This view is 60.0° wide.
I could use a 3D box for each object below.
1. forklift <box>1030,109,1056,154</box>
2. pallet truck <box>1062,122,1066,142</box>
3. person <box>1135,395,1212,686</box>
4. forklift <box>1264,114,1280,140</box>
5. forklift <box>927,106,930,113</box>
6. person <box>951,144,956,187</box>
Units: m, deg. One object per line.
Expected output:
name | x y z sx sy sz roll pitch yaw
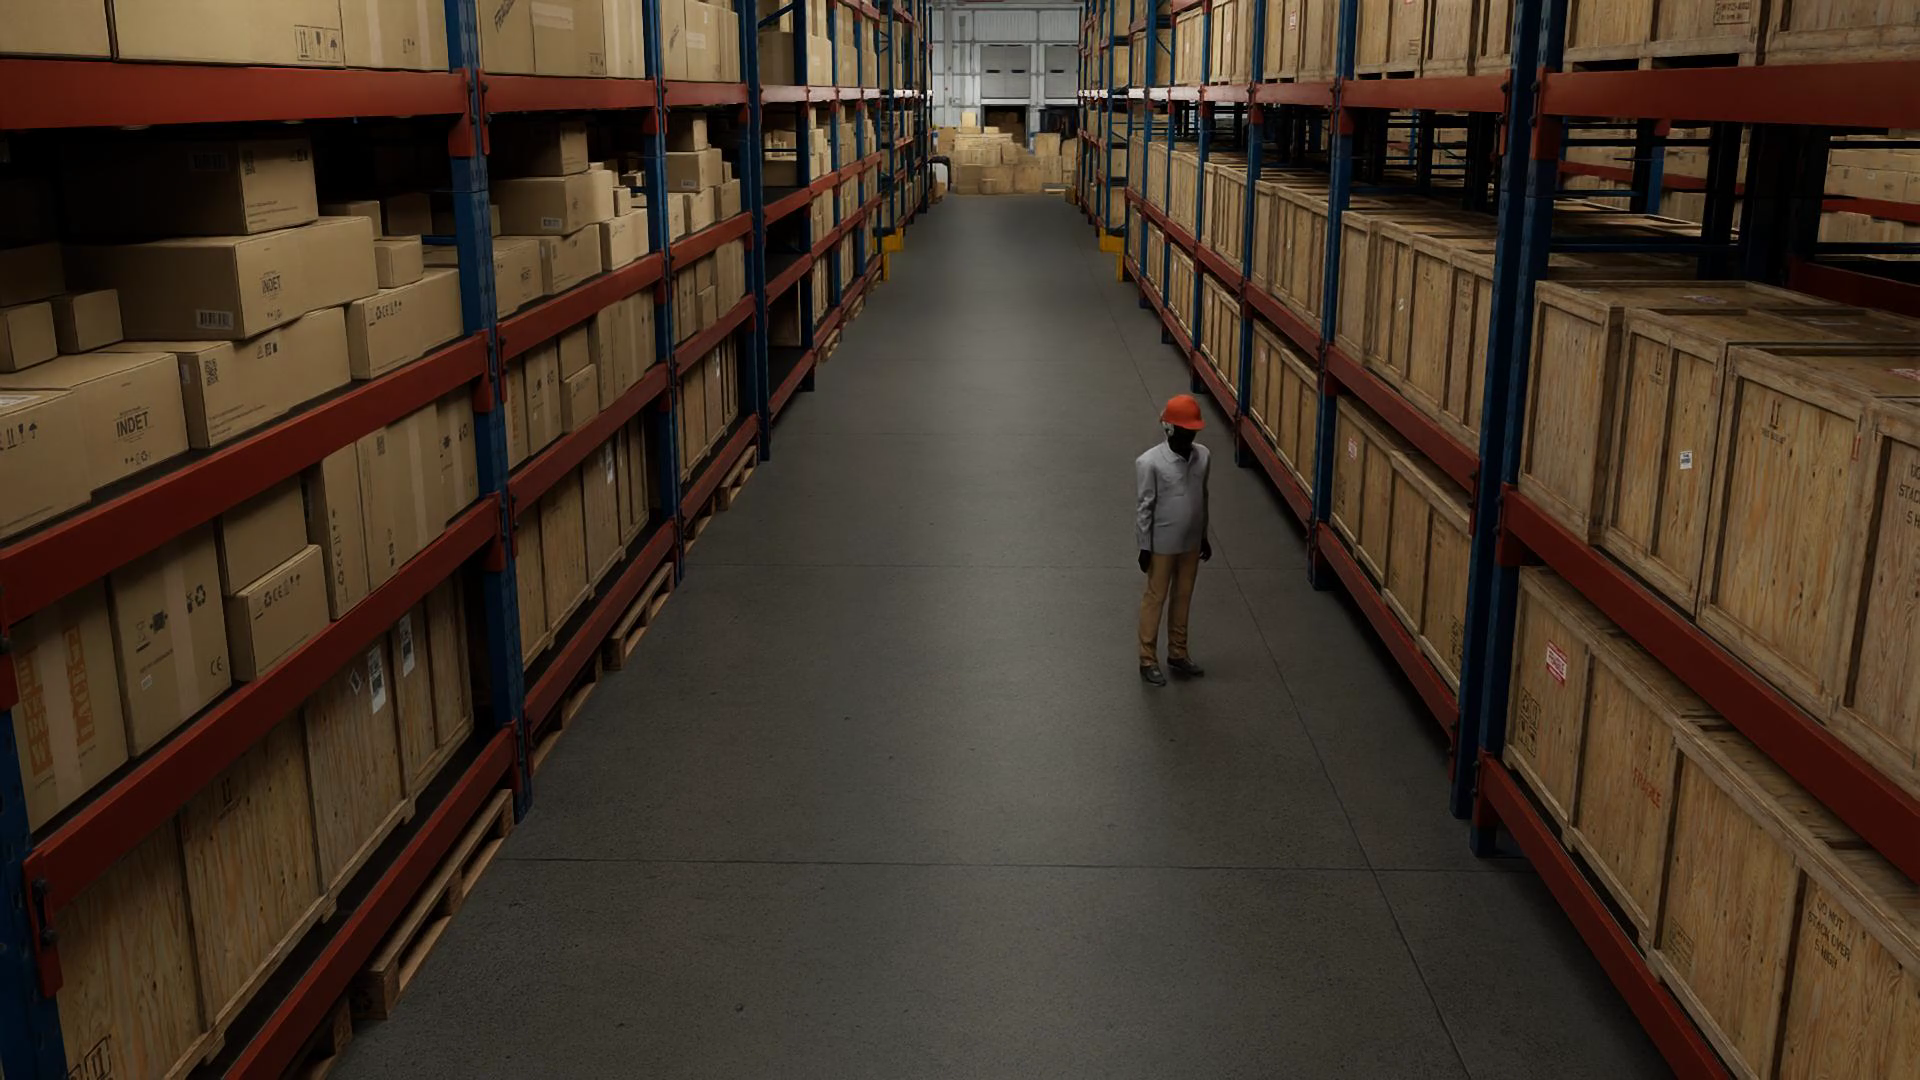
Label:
forklift | 3.690 -16.762 70.158 1.873 2.768 1.129 10 18 32
pallet truck | 5.788 -21.111 88.014 1.885 1.965 0.823 5 16 18
person | 1.299 -0.007 9.957 0.573 1.747 0.343 -10 18 -34
forklift | 11.031 -14.038 60.023 1.129 2.768 1.873 0 15 2
forklift | -2.001 -20.667 84.687 1.129 2.768 1.873 0 15 2
person | -0.126 -14.188 62.956 0.586 1.619 0.528 -3 15 -11
